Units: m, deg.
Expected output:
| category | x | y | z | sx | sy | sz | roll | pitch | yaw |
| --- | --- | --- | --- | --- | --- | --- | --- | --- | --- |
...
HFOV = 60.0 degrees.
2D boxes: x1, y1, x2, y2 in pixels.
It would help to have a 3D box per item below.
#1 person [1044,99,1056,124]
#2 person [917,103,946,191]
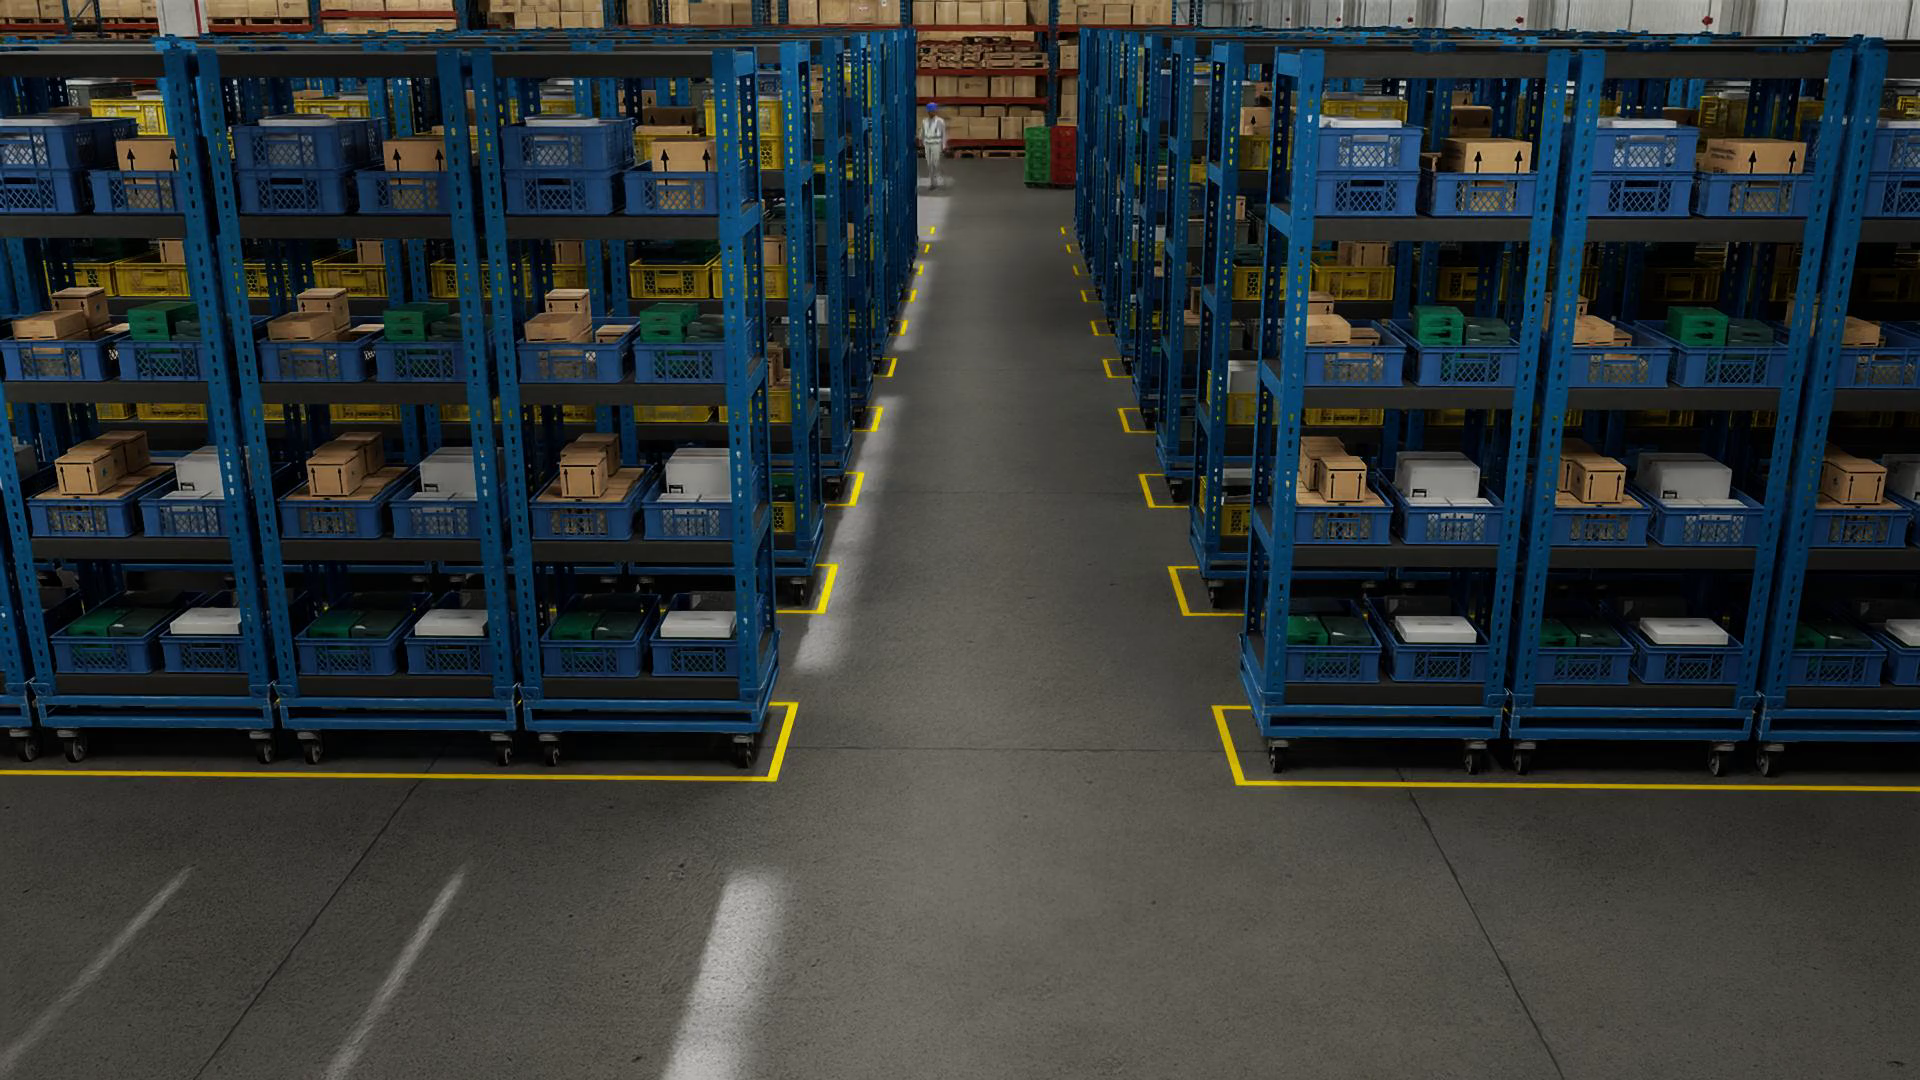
| category | x | y | z | sx | sy | sz | roll | pitch | yaw |
| --- | --- | --- | --- | --- | --- | --- | --- | --- | --- |
| person | 2.713 | -13.012 | 50.857 | 0.812 | 1.819 | 0.628 | -2 | 18 | -5 |
| person | -0.684 | -8.810 | 37.283 | 0.632 | 1.918 | 0.735 | 10 | 20 | 30 |
